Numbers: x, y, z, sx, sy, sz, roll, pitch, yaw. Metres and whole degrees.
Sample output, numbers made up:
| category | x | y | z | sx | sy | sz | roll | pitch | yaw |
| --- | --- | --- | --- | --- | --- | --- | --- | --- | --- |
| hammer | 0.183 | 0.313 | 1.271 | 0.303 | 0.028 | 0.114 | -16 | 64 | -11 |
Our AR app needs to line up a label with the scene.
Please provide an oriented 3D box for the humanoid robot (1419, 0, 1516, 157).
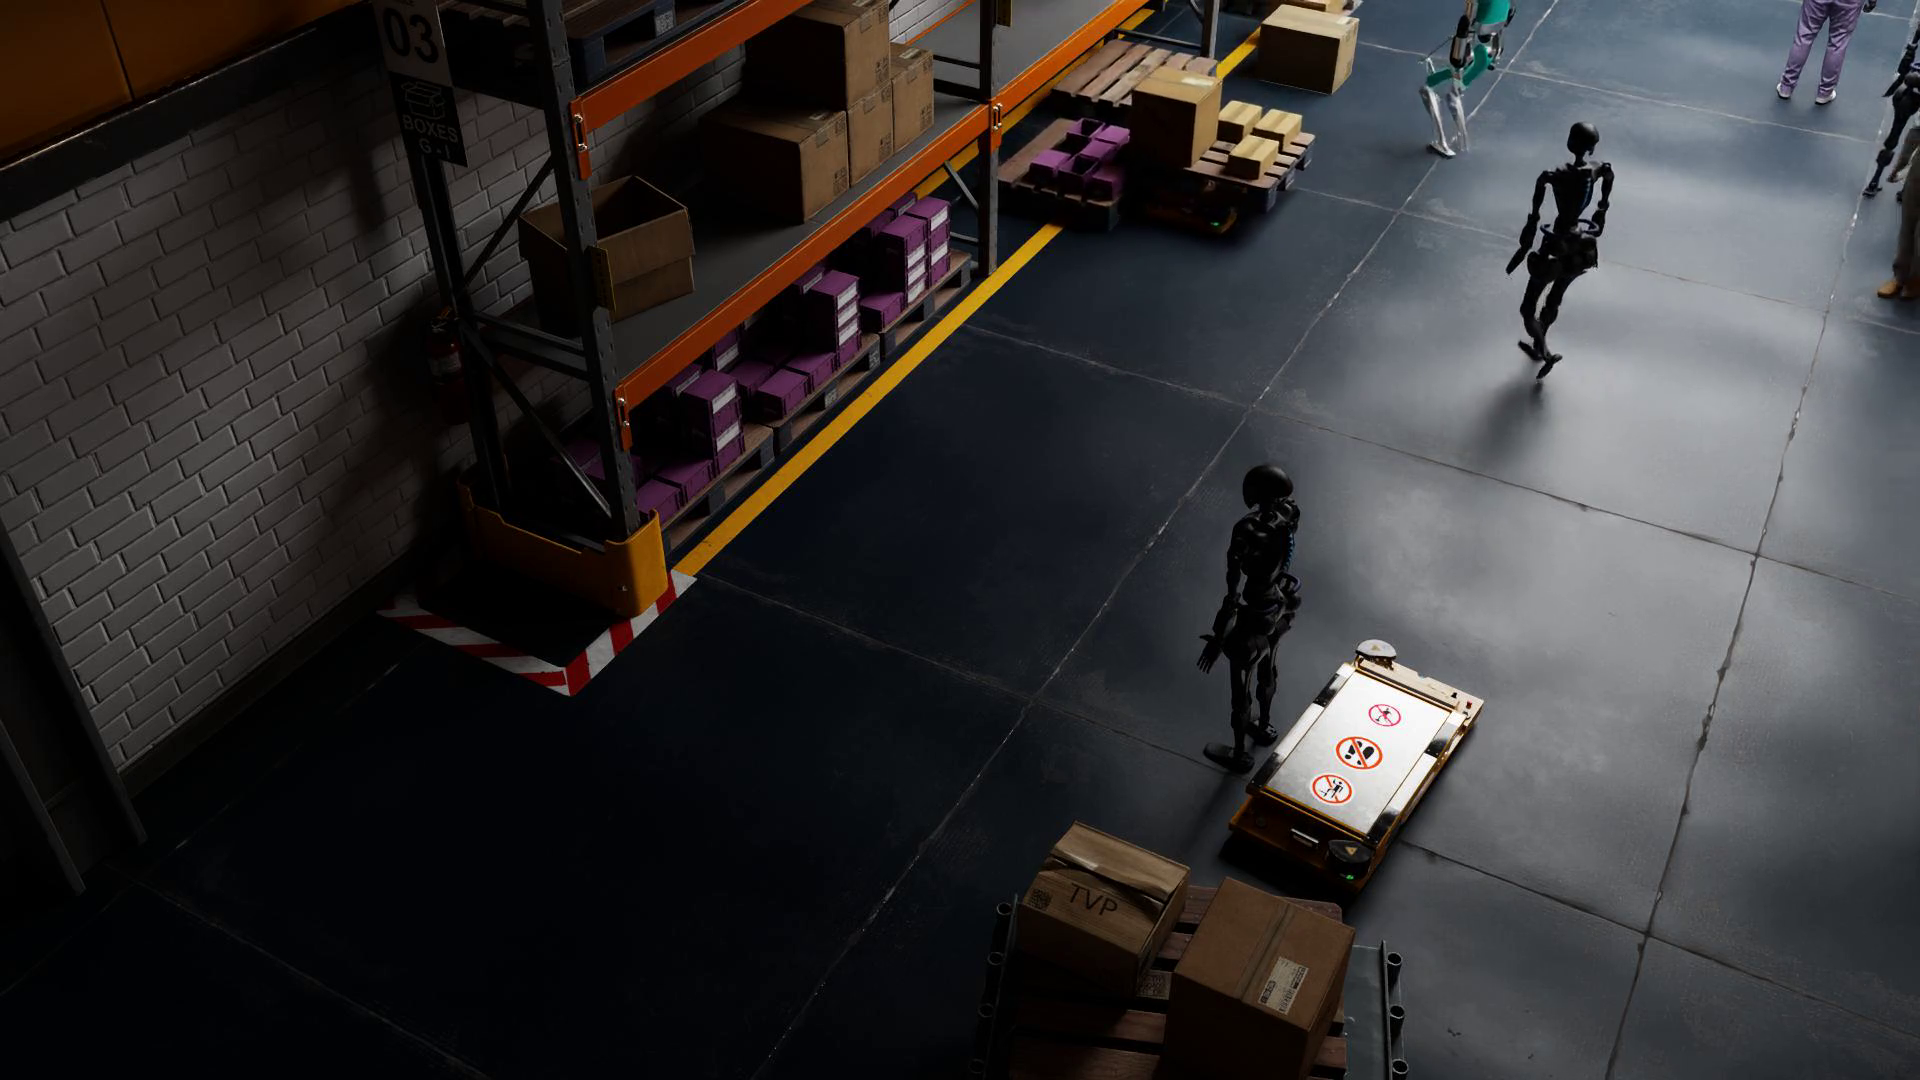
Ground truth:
| category | x | y | z | sx | sy | sz | roll | pitch | yaw |
| --- | --- | --- | --- | --- | --- | --- | --- | --- | --- |
| humanoid robot | 3.846 | -3.785 | 12.805 | 0.545 | 1.829 | 0.699 | -22 | 44 | -25 |

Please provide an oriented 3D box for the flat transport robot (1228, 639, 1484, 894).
| category | x | y | z | sx | sy | sz | roll | pitch | yaw |
| --- | --- | --- | --- | --- | --- | --- | --- | --- | --- |
| flat transport robot | 1.914 | 1.038 | 7.922 | 0.659 | 0.231 | 1.431 | 24 | 45 | 27 |

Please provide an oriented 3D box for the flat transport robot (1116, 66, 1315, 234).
| category | x | y | z | sx | sy | sz | roll | pitch | yaw |
| --- | --- | --- | --- | --- | --- | --- | --- | --- | --- |
| flat transport robot | 1.964 | -2.764 | 12.675 | 0.659 | 0.231 | 1.431 | 19 | 42 | 22 |

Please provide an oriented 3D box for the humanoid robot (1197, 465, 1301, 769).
| category | x | y | z | sx | sy | sz | roll | pitch | yaw |
| --- | --- | --- | --- | --- | --- | --- | --- | --- | --- |
| humanoid robot | 1.350 | 0.350 | 7.644 | 0.315 | 1.657 | 0.599 | 29 | 47 | 31 |

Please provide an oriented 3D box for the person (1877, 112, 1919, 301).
| category | x | y | z | sx | sy | sz | roll | pitch | yaw |
| --- | --- | --- | --- | --- | --- | --- | --- | --- | --- |
| person | 6.471 | -2.431 | 10.969 | 0.446 | 1.877 | 0.616 | -26 | 45 | -28 |

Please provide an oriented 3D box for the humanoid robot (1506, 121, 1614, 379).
| category | x | y | z | sx | sy | sz | roll | pitch | yaw |
| --- | --- | --- | --- | --- | --- | --- | --- | --- | --- |
| humanoid robot | 3.781 | -1.785 | 10.330 | 0.590 | 1.641 | 0.570 | -9 | 40 | -11 |

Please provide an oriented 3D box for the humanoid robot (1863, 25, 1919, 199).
| category | x | y | z | sx | sy | sz | roll | pitch | yaw |
| --- | --- | --- | --- | --- | --- | --- | --- | --- | --- |
| humanoid robot | 7.113 | -3.302 | 12.219 | 0.461 | 1.646 | 0.599 | -23 | 44 | -26 |

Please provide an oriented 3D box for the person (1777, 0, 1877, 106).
| category | x | y | z | sx | sy | sz | roll | pitch | yaw |
| --- | --- | --- | --- | --- | --- | --- | --- | --- | --- |
| person | 7.155 | -4.505 | 13.543 | 0.650 | 1.904 | 0.406 | 18 | 42 | 21 |
